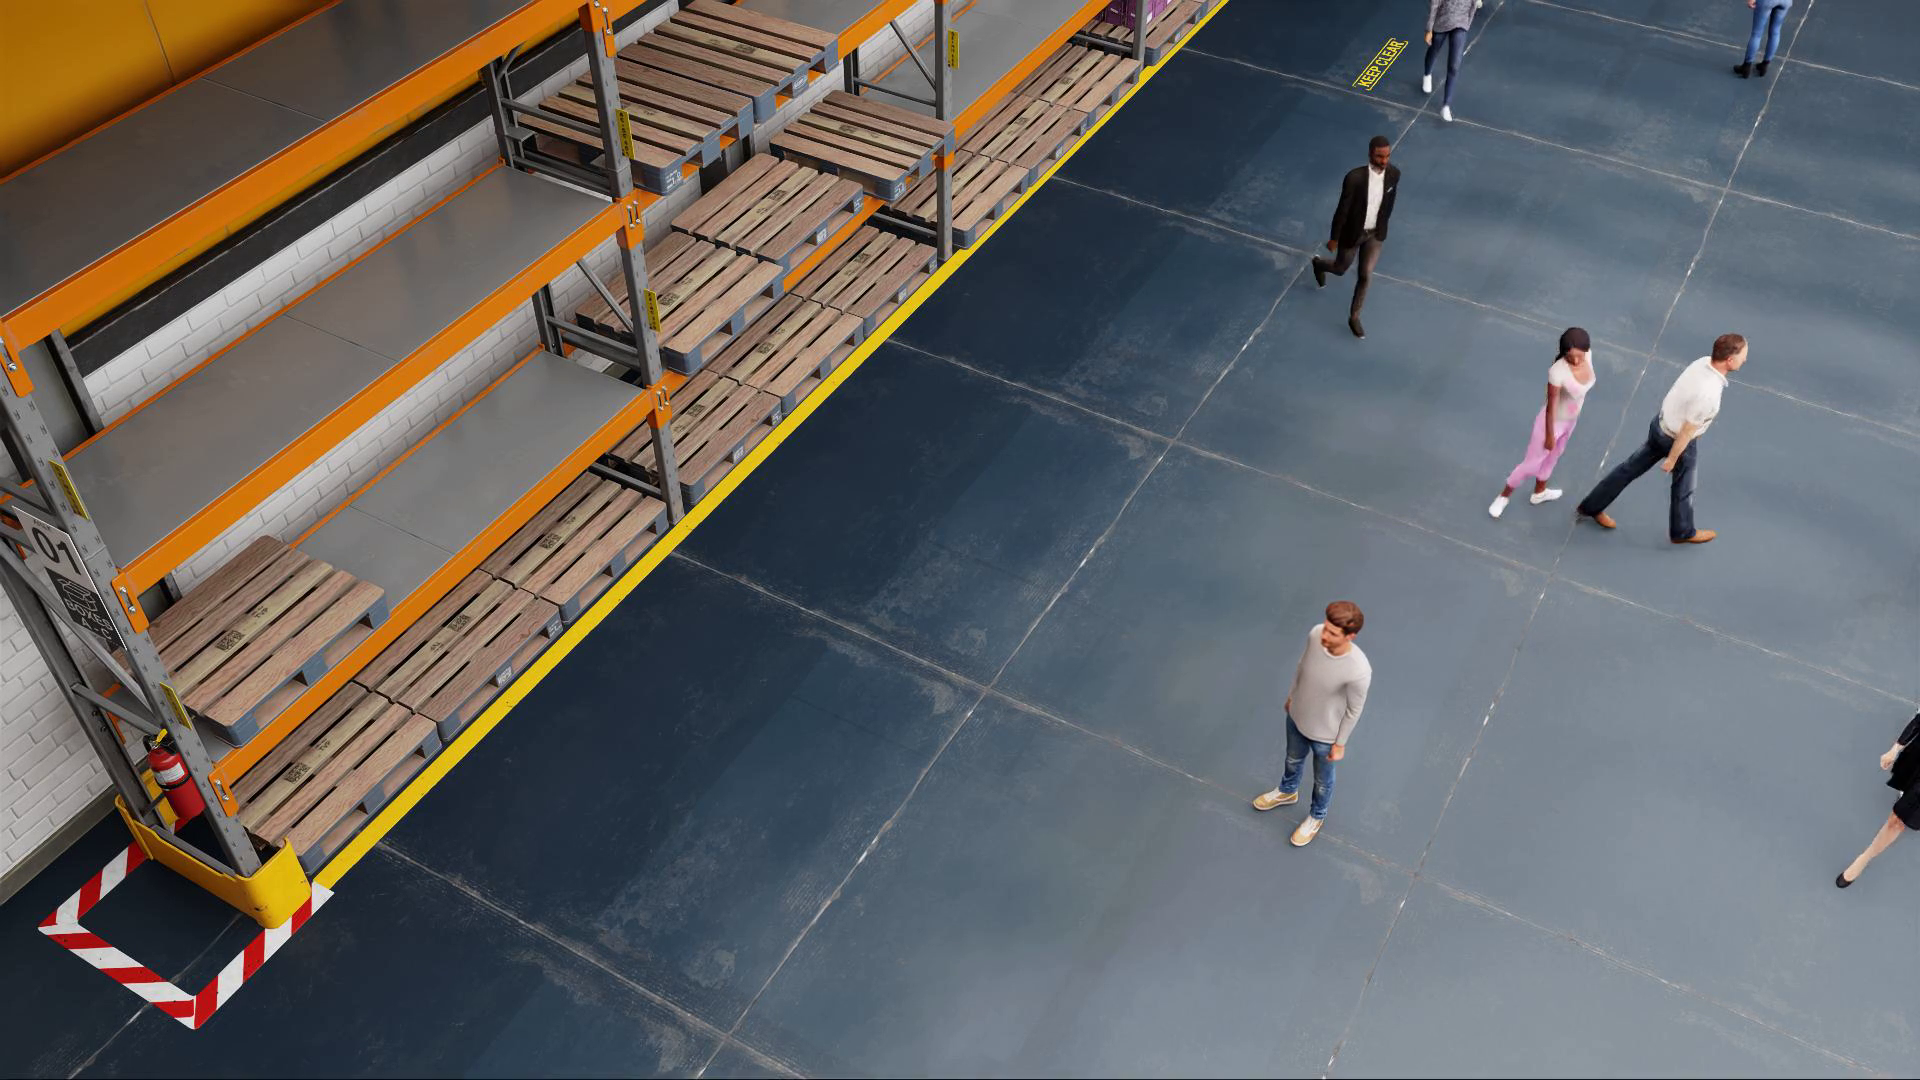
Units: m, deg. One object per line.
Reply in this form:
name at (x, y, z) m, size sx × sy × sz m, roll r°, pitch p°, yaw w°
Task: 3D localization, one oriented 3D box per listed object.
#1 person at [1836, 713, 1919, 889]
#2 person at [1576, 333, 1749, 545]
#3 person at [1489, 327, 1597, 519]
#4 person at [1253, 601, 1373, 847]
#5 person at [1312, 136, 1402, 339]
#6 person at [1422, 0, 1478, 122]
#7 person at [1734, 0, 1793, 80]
person at (5.704, 1.298, 9.715) m, size 1.234 × 1.698 × 0.981 m, roll -22°, pitch 48°, yaw -21°
person at (4.944, -0.723, 11.763) m, size 0.961 × 1.799 × 1.220 m, roll 12°, pitch 45°, yaw 13°
person at (4.325, -0.893, 11.998) m, size 0.917 × 1.721 × 0.666 m, roll 23°, pitch 48°, yaw 22°
person at (2.126, 1.051, 9.824) m, size 0.735 × 1.905 × 0.741 m, roll -25°, pitch 49°, yaw -24°
person at (3.263, -2.570, 13.724) m, size 1.118 × 1.769 × 1.186 m, roll -11°, pitch 45°, yaw -11°
person at (4.818, -5.113, 16.454) m, size 0.962 × 1.684 × 1.251 m, roll 3°, pitch 44°, yaw 3°
person at (8.280, -5.488, 16.888) m, size 0.673 × 1.630 × 0.693 m, roll -4°, pitch 44°, yaw -4°
